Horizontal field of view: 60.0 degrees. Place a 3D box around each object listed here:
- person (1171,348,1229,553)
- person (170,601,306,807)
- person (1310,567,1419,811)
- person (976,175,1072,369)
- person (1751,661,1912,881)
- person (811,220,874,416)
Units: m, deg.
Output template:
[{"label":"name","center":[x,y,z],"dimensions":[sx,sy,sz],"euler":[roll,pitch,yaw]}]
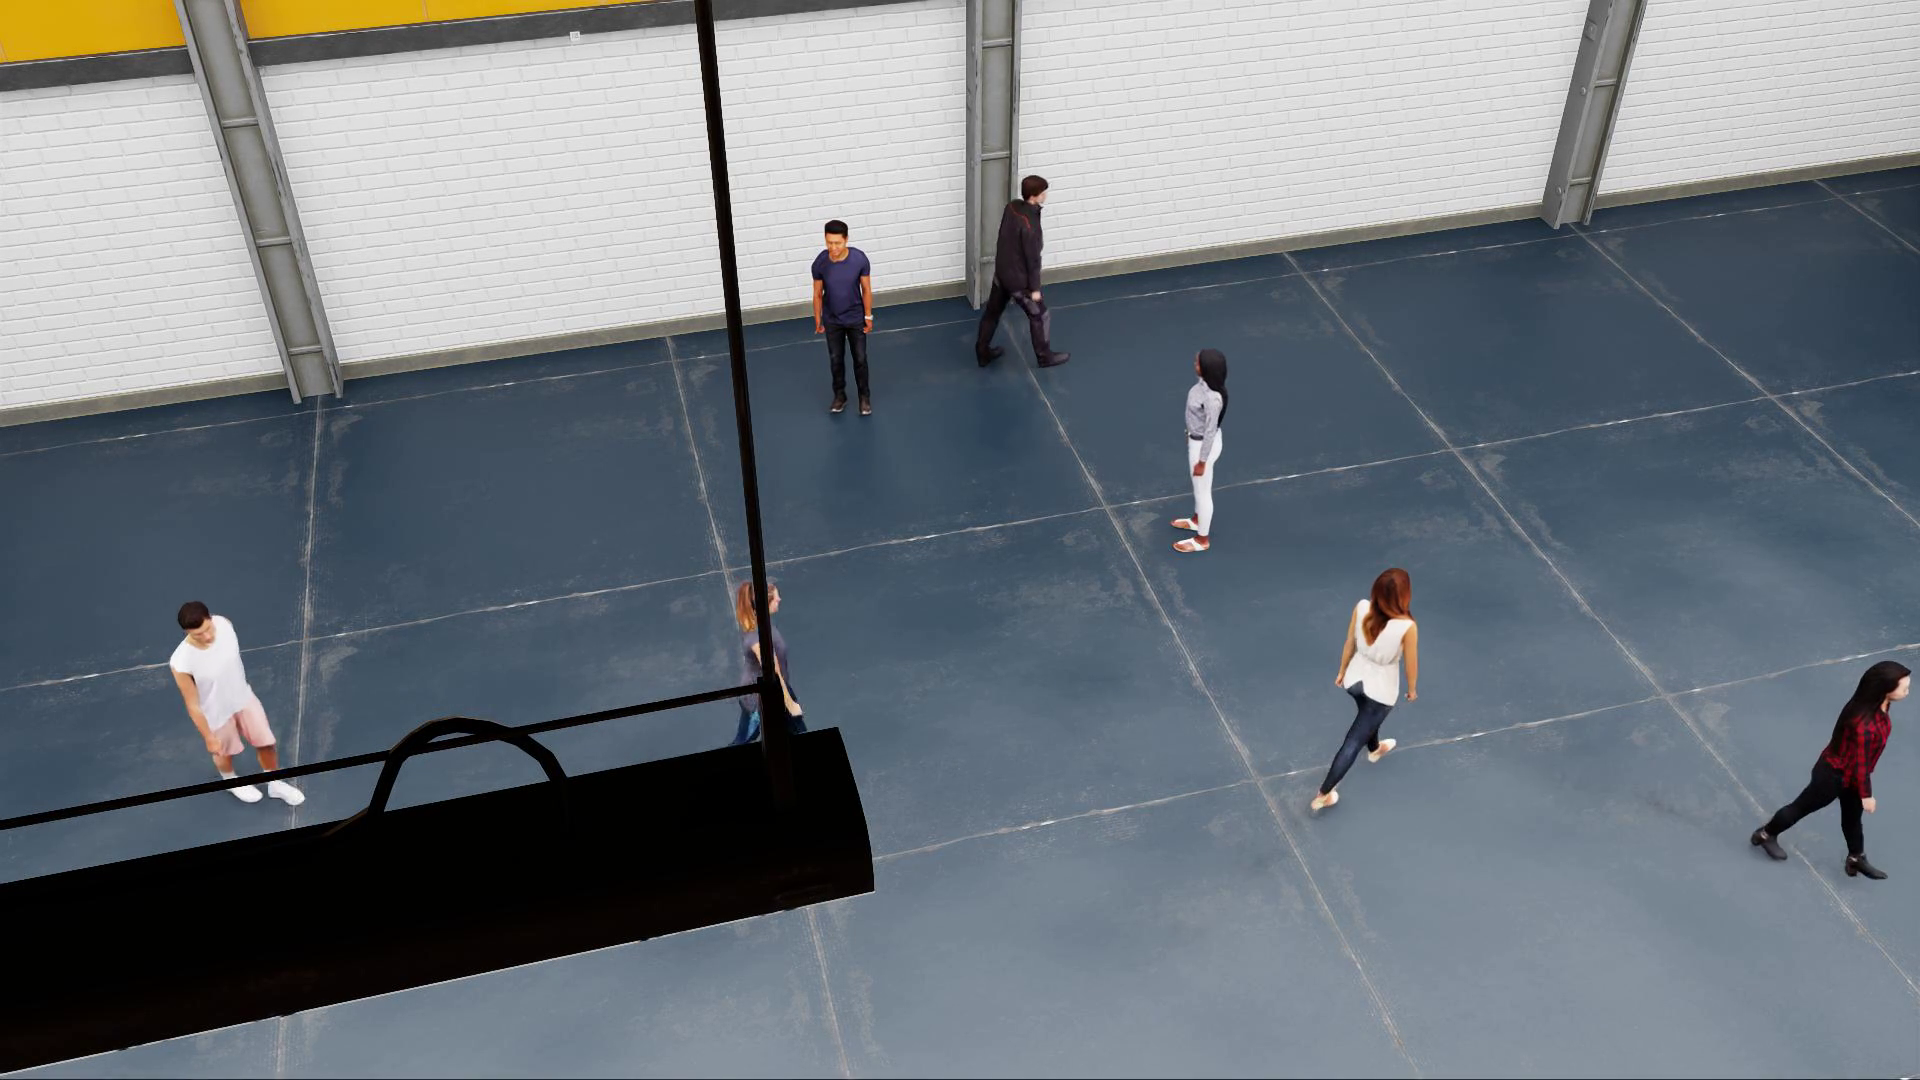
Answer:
[{"label":"person","center":[1.782,-0.675,12.154],"dimensions":[0.632,1.722,0.656],"euler":[3,39,4]},{"label":"person","center":[-4.510,0.965,10.089],"dimensions":[0.971,1.736,0.908],"euler":[14,41,16]},{"label":"person","center":[2.451,0.950,10.106],"dimensions":[1.194,1.738,0.945],"euler":[-31,48,-32]},{"label":"person","center":[0.416,-2.201,14.008],"dimensions":[1.032,1.794,0.858],"euler":[-25,45,-28]},{"label":"person","center":[5.053,1.334,9.715],"dimensions":[1.007,1.626,1.004],"euler":[25,45,28]},{"label":"person","center":[-0.938,-1.835,13.556],"dimensions":[0.583,1.785,0.754],"euler":[1,39,1]}]
